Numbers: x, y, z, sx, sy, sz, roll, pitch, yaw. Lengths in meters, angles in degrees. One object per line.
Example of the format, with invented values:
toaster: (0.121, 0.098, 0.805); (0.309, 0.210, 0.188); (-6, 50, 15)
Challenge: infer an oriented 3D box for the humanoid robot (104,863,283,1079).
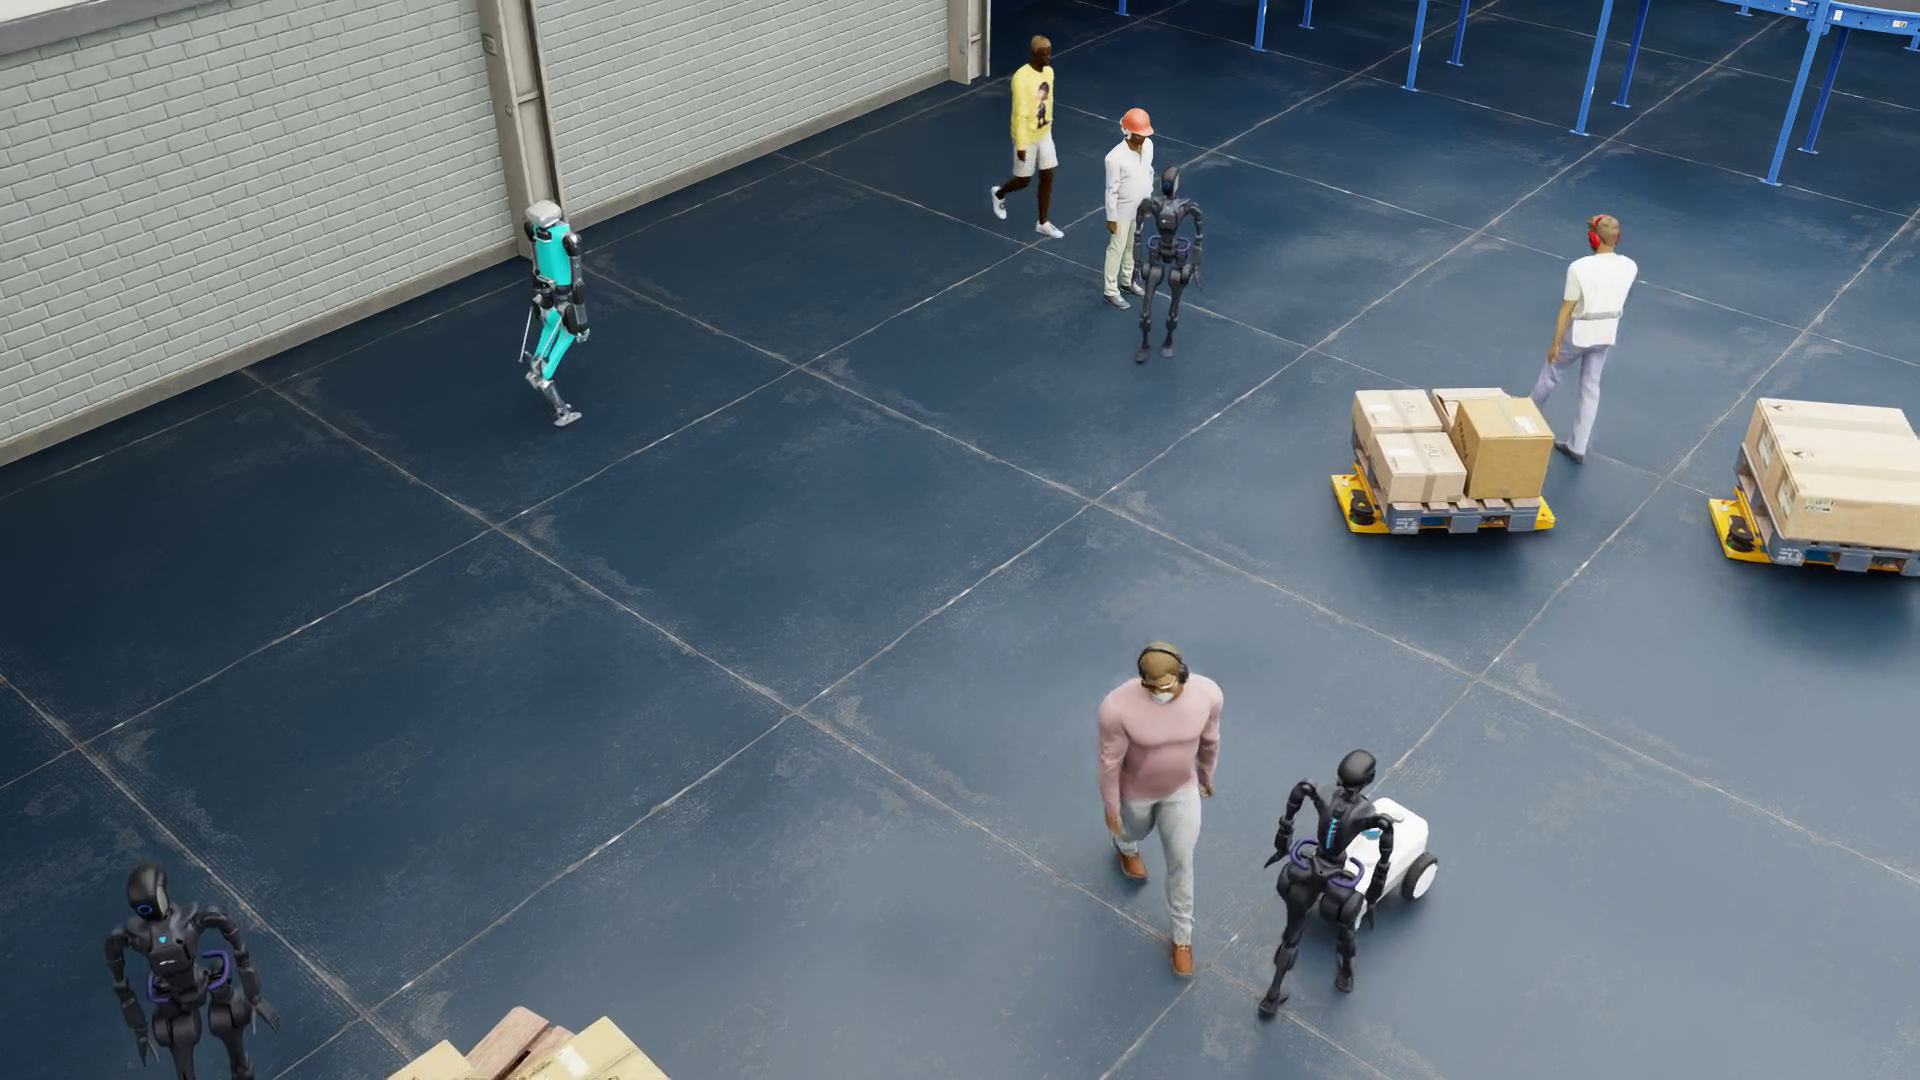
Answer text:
humanoid robot: (-3.312, 2.070, 7.271); (0.601, 1.652, 0.431); (-12, 37, -16)

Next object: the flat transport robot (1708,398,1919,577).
flat transport robot: (5.985, -0.053, 11.462); (1.431, 0.231, 0.659); (5, 36, 8)

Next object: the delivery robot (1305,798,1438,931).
delivery robot: (2.130, 1.698, 8.747); (0.767, 0.583, 0.499); (-29, 45, -34)

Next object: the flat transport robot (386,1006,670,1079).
flat transport robot: (-1.919, 2.879, 7.344); (1.431, 0.231, 0.659); (19, 40, 25)

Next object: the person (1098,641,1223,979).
person: (0.972, 1.200, 8.318); (0.642, 1.889, 0.975); (-6, 36, -8)

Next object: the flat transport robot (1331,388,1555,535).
flat transport robot: (3.425, -0.315, 11.829); (1.431, 0.231, 0.659); (-1, 35, -2)

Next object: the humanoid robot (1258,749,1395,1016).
humanoid robot: (1.747, 1.593, 7.965); (0.605, 1.642, 0.606); (20, 40, 26)

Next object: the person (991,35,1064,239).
person: (0.636, -3.704, 15.203); (0.539, 1.873, 0.719); (-27, 43, -33)

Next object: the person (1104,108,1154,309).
person: (1.445, -2.814, 14.066); (0.347, 1.745, 0.563); (28, 44, 33)

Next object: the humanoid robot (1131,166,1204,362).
humanoid robot: (1.663, -2.192, 13.259); (0.597, 1.663, 0.400); (9, 36, 12)

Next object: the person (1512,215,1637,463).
person: (4.524, -1.518, 12.213); (0.639, 1.780, 0.916); (-7, 36, -10)

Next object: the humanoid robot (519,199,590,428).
humanoid robot: (-3.090, -1.597, 12.362); (0.540, 1.796, 0.677); (24, 42, 30)
